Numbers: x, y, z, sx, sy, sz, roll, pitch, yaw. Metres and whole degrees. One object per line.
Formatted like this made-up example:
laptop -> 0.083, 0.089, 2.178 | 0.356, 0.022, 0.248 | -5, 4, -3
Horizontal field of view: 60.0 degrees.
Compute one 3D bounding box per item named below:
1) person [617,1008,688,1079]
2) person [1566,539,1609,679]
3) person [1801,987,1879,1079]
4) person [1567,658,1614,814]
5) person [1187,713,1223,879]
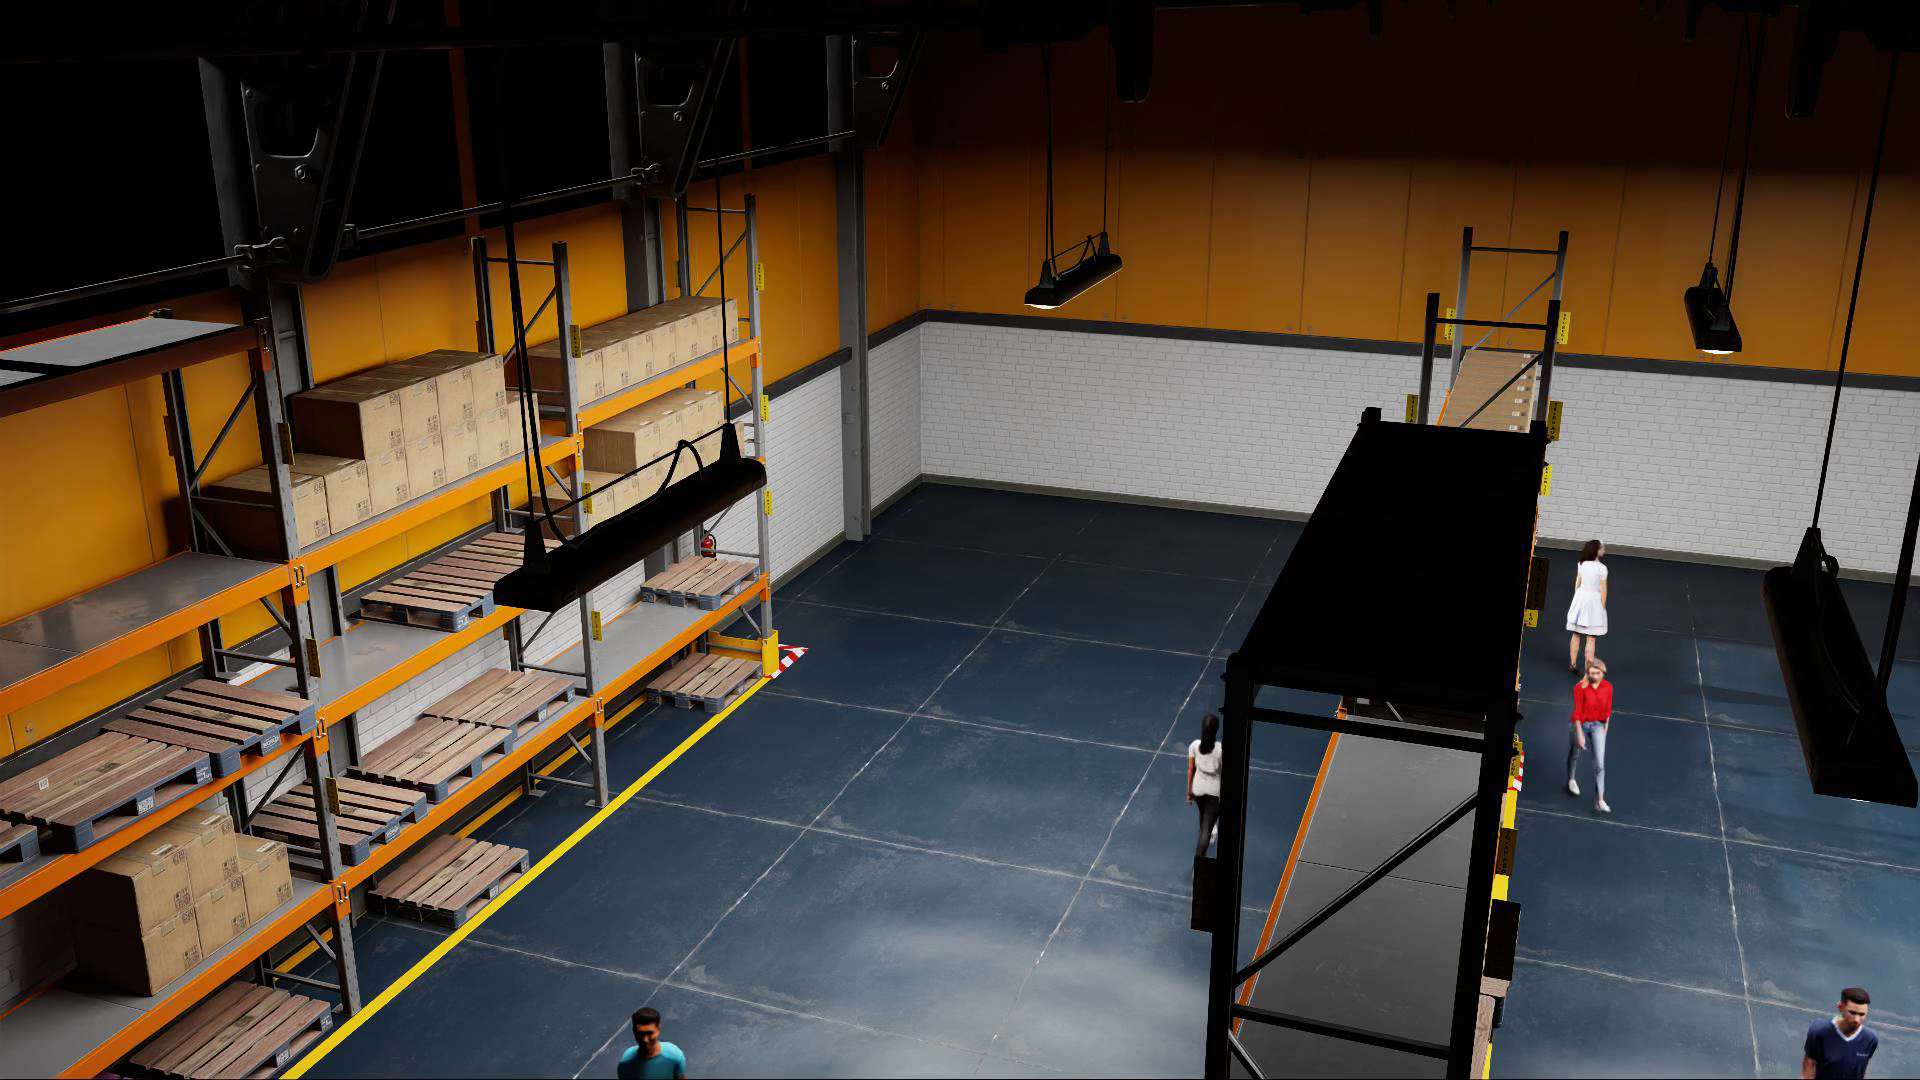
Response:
person -> -2.126, 3.997, 11.618 | 1.027, 1.738, 1.203 | -5, 19, -13
person -> 7.861, 0.865, 20.800 | 0.900, 1.814, 0.852 | -12, 22, -33
person -> 6.104, 3.908, 11.755 | 0.688, 1.818, 1.124 | 5, 19, 14
person -> 6.615, 2.004, 17.677 | 0.923, 1.648, 1.174 | -1, 19, -4
person -> 2.404, 2.528, 16.219 | 0.695, 1.585, 1.150 | 10, 21, 27
